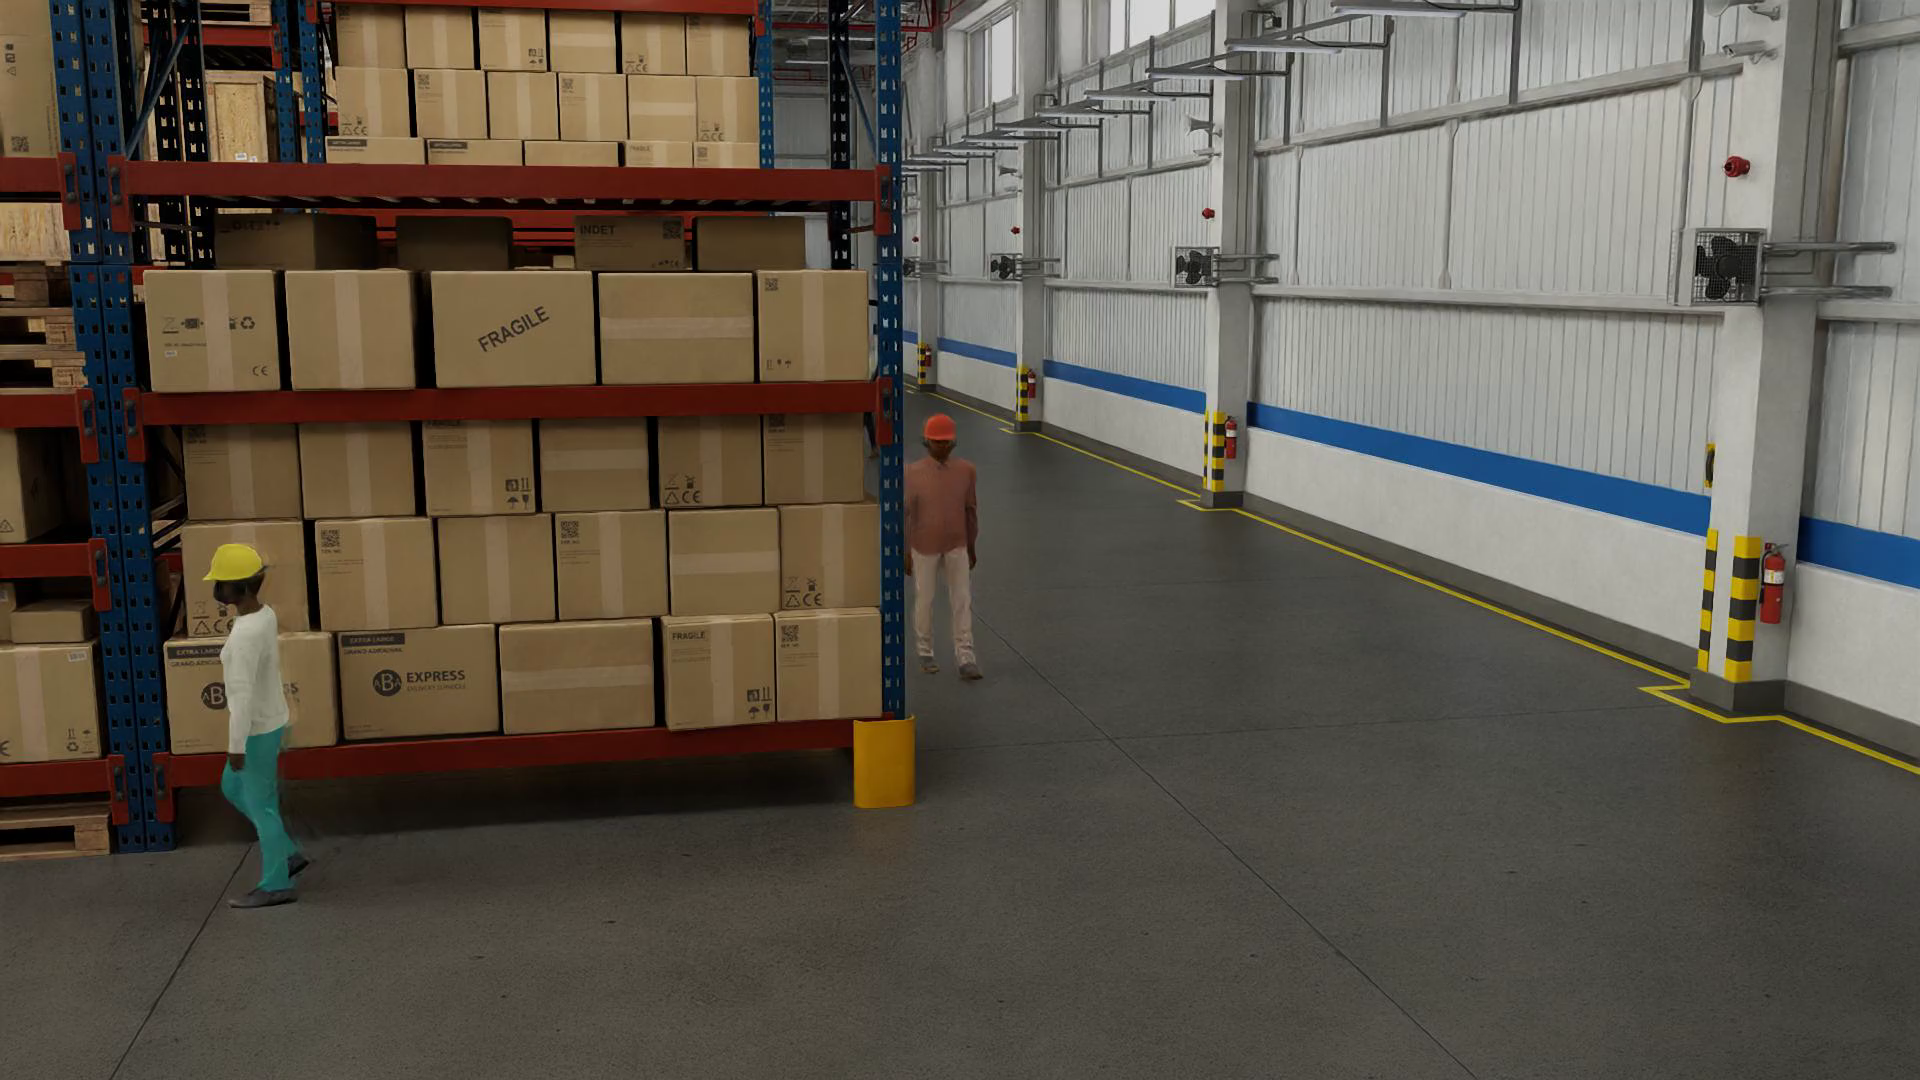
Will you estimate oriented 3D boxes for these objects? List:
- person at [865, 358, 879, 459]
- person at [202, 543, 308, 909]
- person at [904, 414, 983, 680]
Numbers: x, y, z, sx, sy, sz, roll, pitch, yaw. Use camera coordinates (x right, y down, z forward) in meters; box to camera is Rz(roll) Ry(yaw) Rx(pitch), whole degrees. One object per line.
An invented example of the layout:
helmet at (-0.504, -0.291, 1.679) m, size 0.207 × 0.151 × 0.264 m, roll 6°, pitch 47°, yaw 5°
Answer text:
person at (-1.560, -2.262, 26.373) m, size 0.621 × 1.964 × 0.957 m, roll -4°, pitch 10°, yaw -25°
person at (-3.348, 0.881, 7.828) m, size 0.364 × 1.754 × 0.545 m, roll -2°, pitch 10°, yaw -14°
person at (-0.117, 0.068, 12.183) m, size 0.649 × 1.954 × 0.925 m, roll -3°, pitch 10°, yaw -17°
